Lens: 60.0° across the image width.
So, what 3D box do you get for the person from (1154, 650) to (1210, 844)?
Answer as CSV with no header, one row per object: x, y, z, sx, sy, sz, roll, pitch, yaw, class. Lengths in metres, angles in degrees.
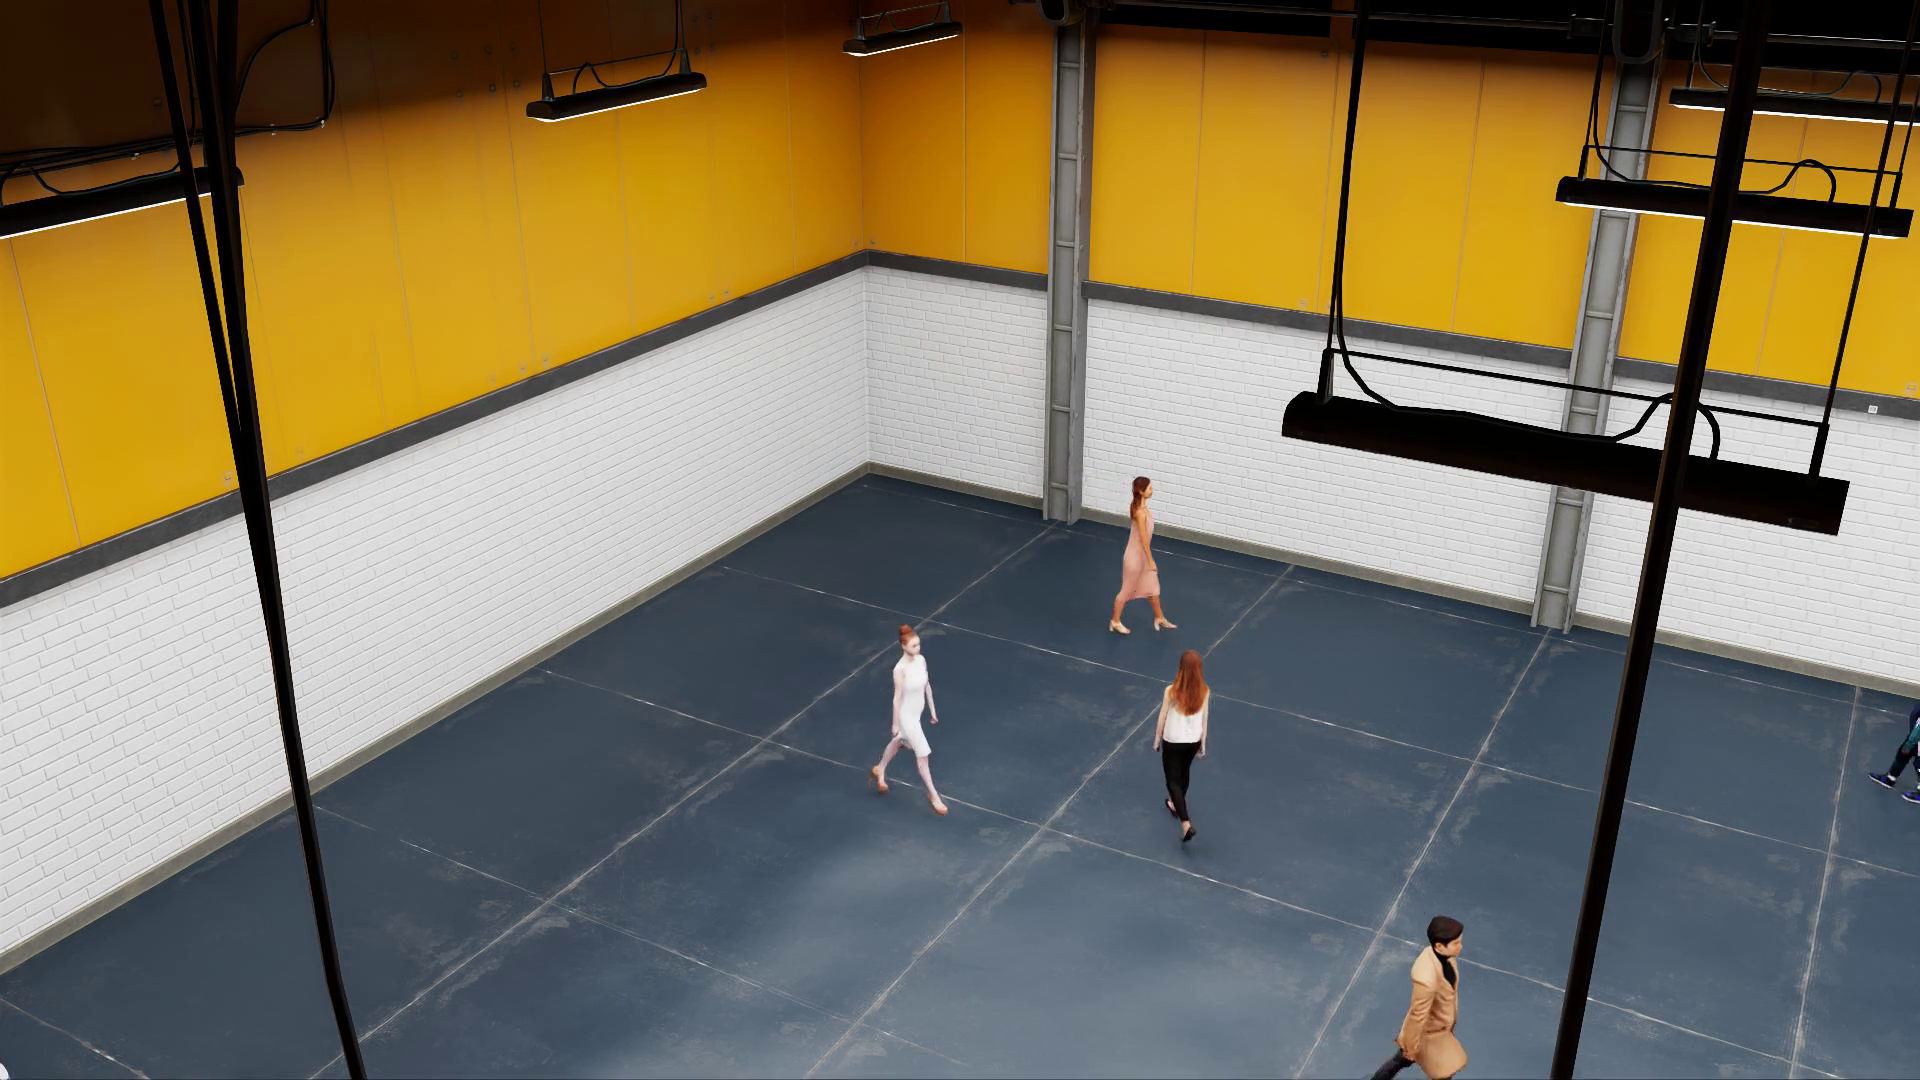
1.915,1.765,14.159,1.014,1.701,1.074,-6,24,-14,person

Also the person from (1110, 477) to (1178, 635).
1.783,0.196,17.621,1.015,1.802,0.773,6,24,13,person

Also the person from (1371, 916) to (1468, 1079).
3.006,3.176,10.955,1.086,1.682,0.676,13,27,26,person

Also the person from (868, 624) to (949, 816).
-0.514,1.551,14.588,1.057,1.750,0.604,15,28,30,person

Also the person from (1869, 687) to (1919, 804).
8.593,1.770,14.723,0.743,1.239,0.540,15,28,31,person
